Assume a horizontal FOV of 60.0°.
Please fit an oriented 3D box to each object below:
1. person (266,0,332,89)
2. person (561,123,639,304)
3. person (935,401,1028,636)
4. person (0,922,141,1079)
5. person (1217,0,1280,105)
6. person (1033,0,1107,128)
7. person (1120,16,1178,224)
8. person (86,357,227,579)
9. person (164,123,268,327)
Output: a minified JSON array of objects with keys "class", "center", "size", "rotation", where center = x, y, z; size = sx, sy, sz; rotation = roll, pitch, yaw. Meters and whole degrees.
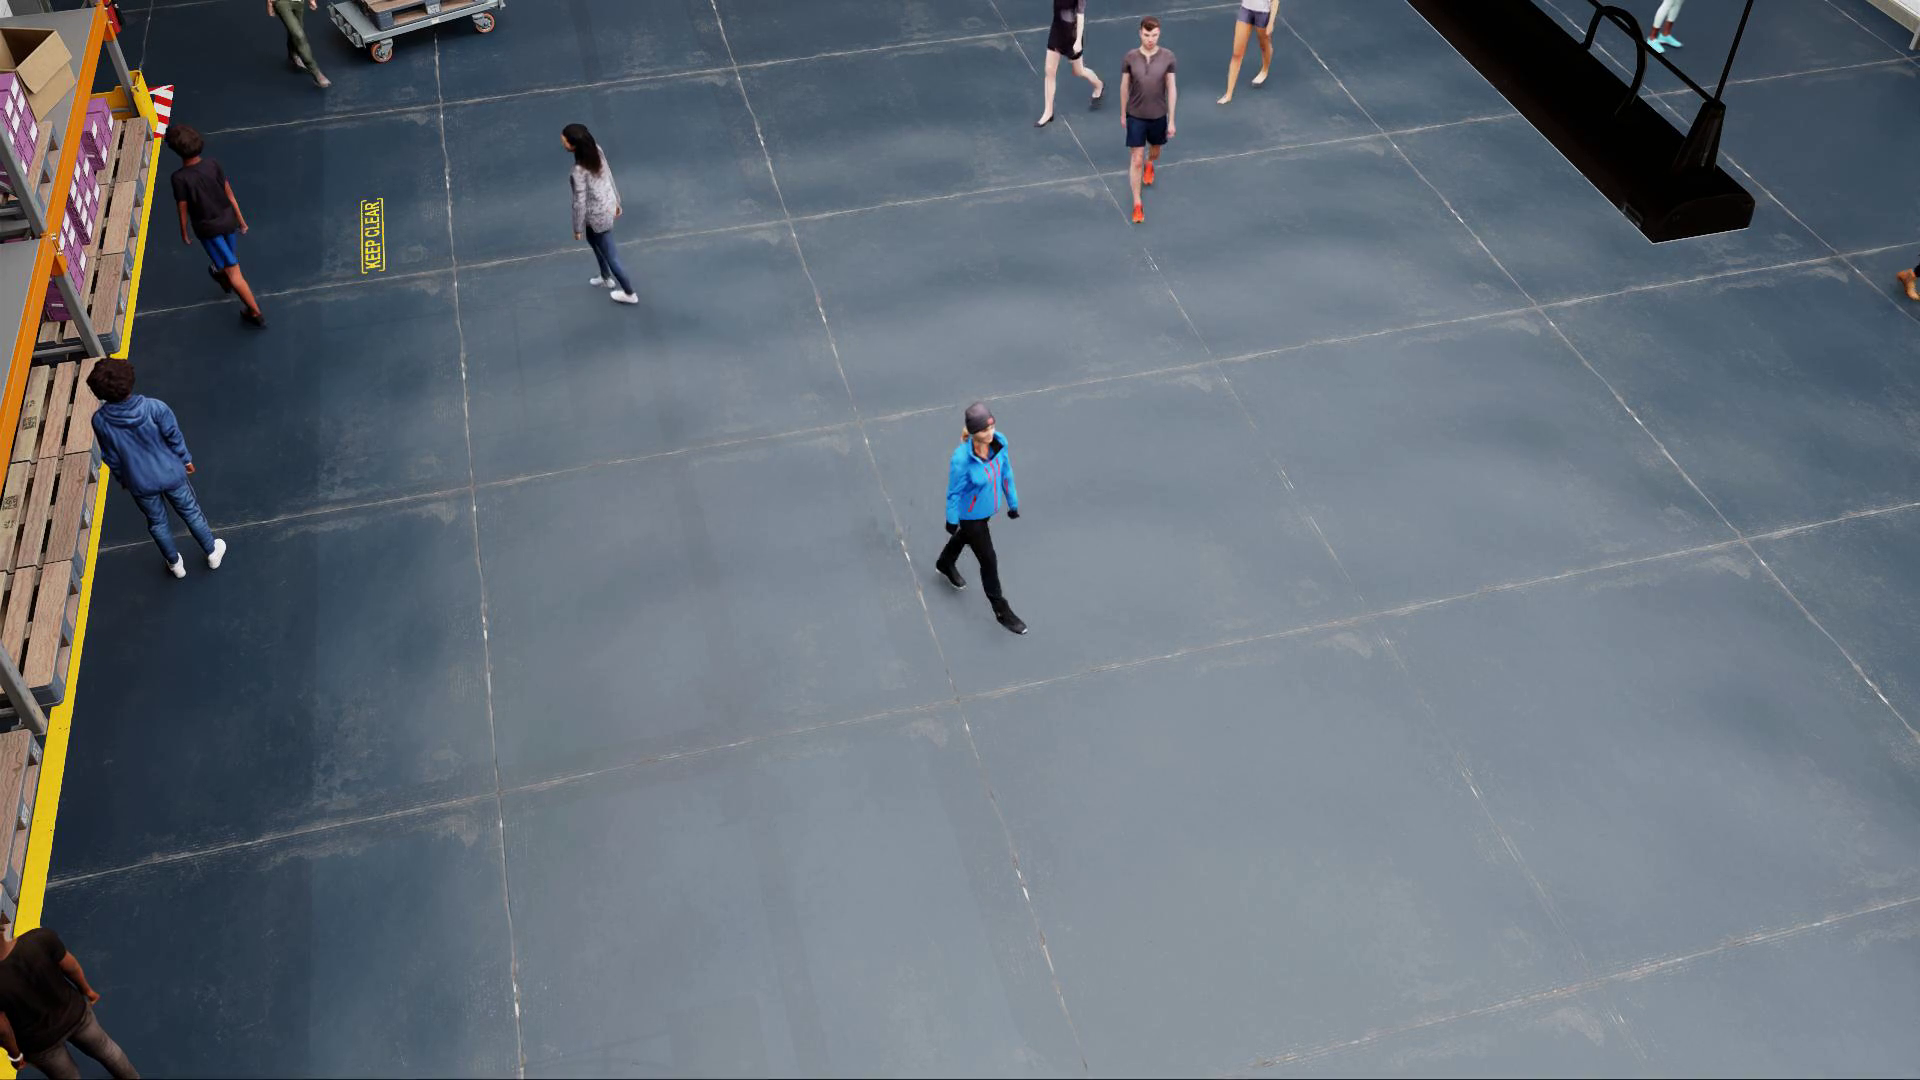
[{"class":"person","center":[-6.770,-5.416,16.685],"size":[0.959,1.612,1.198],"rotation":[-33,53,-30]},{"class":"person","center":[-2.898,-2.652,13.713],"size":[0.898,1.710,0.846],"rotation":[14,45,15]},{"class":"person","center":[0.062,-0.230,11.145],"size":[0.993,1.746,1.238],"rotation":[-32,52,-29]},{"class":"person","center":[-4.557,2.410,8.330],"size":[0.756,1.805,0.708],"rotation":[24,49,23]},{"class":"person","center":[2.976,-5.190,16.399],"size":[1.125,1.678,1.118],"rotation":[27,50,25]},{"class":"person","center":[1.105,-4.856,15.962],"size":[0.948,1.798,1.132],"rotation":[-28,50,-26]},{"class":"person","center":[1.688,-3.831,14.870],"size":[0.936,1.821,1.243],"rotation":[3,44,3]},{"class":"person","center":[-5.521,-0.486,11.366],"size":[0.703,1.810,0.594],"rotation":[-16,46,-16]},{"class":"person","center":[-6.016,-2.517,13.541],"size":[1.162,1.750,1.052],"rotation":[27,50,26]}]
